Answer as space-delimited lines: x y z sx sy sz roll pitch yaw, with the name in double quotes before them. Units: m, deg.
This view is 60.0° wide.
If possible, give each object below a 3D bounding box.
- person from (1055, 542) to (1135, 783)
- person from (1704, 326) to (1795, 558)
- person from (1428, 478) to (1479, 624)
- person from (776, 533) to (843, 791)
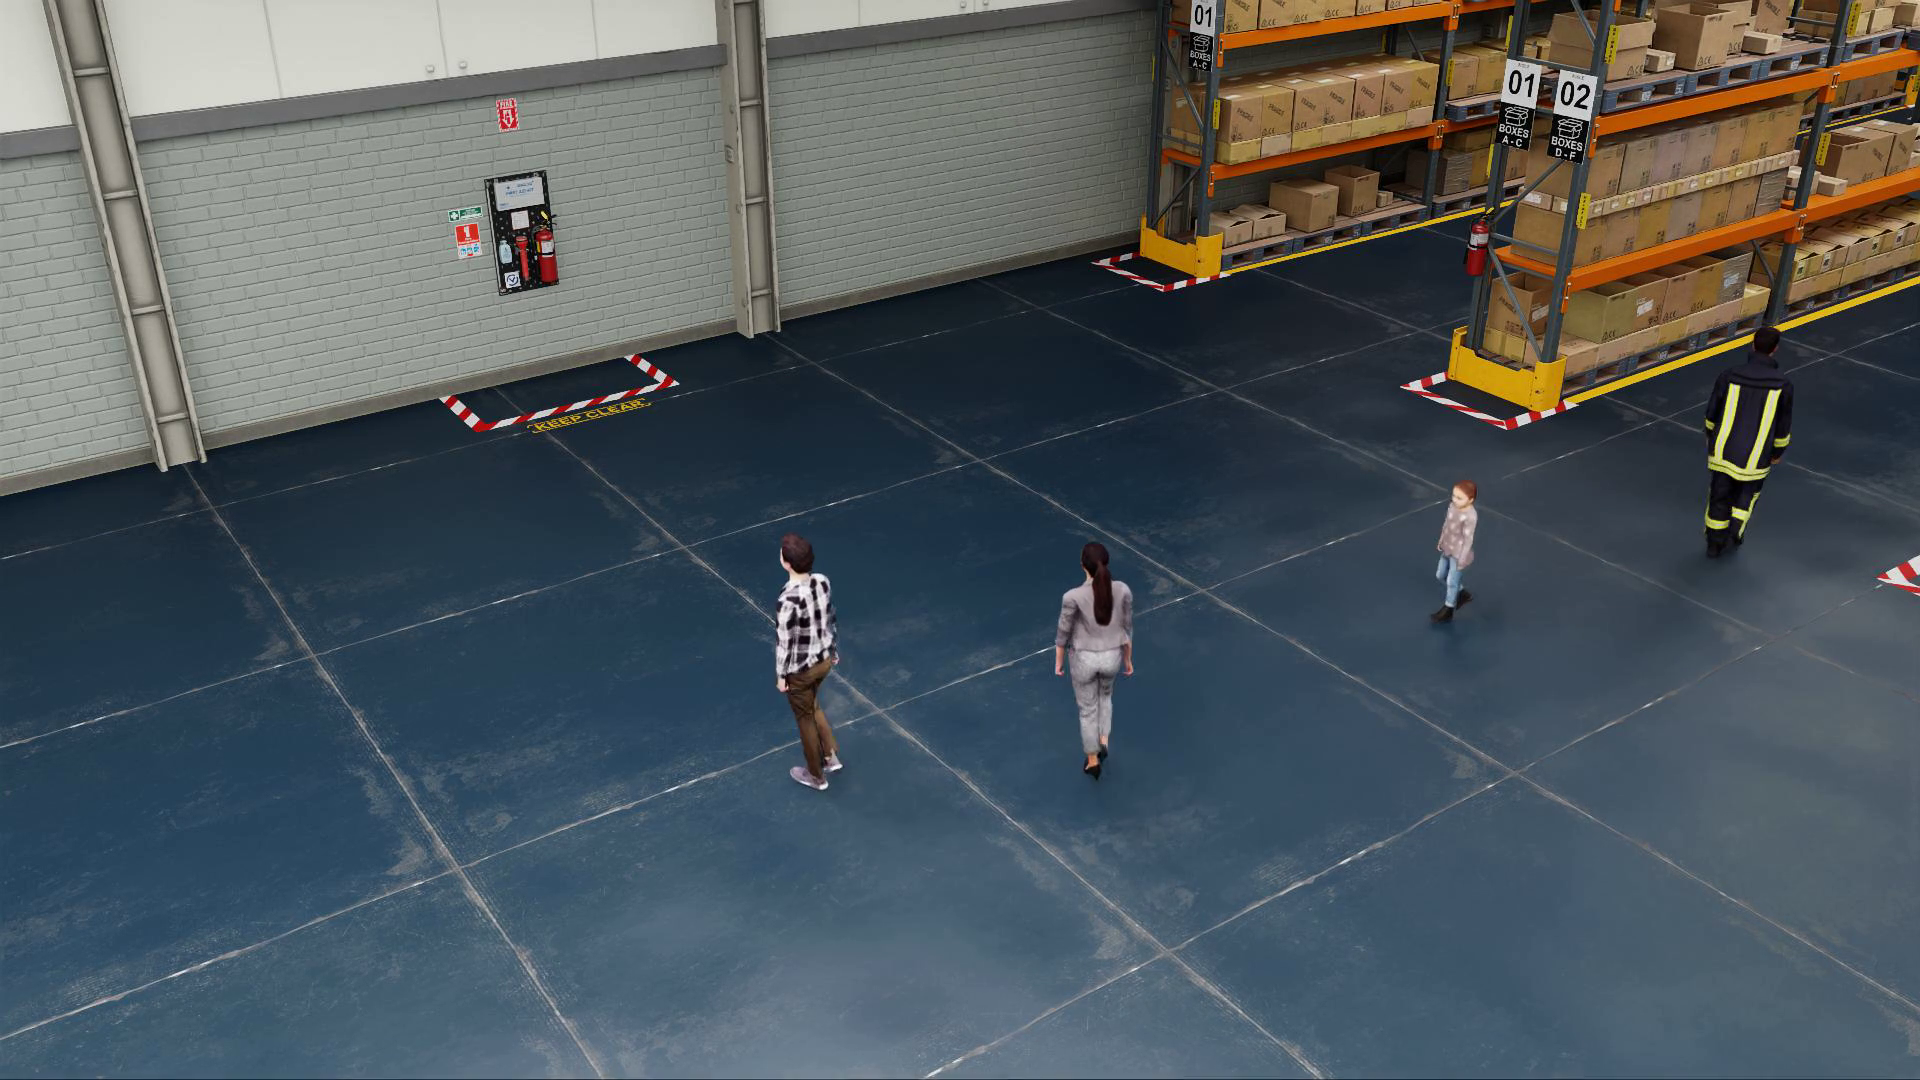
"person" 0.871 0.812 10.401 0.655 1.664 0.786 -7 28 -14
"person" 6.168 -0.733 13.128 0.914 1.914 0.874 16 31 28
"person" 3.736 0.070 12.367 0.673 1.183 0.592 -7 28 -13
"person" -0.883 0.788 10.302 0.806 1.797 0.695 18 32 30
